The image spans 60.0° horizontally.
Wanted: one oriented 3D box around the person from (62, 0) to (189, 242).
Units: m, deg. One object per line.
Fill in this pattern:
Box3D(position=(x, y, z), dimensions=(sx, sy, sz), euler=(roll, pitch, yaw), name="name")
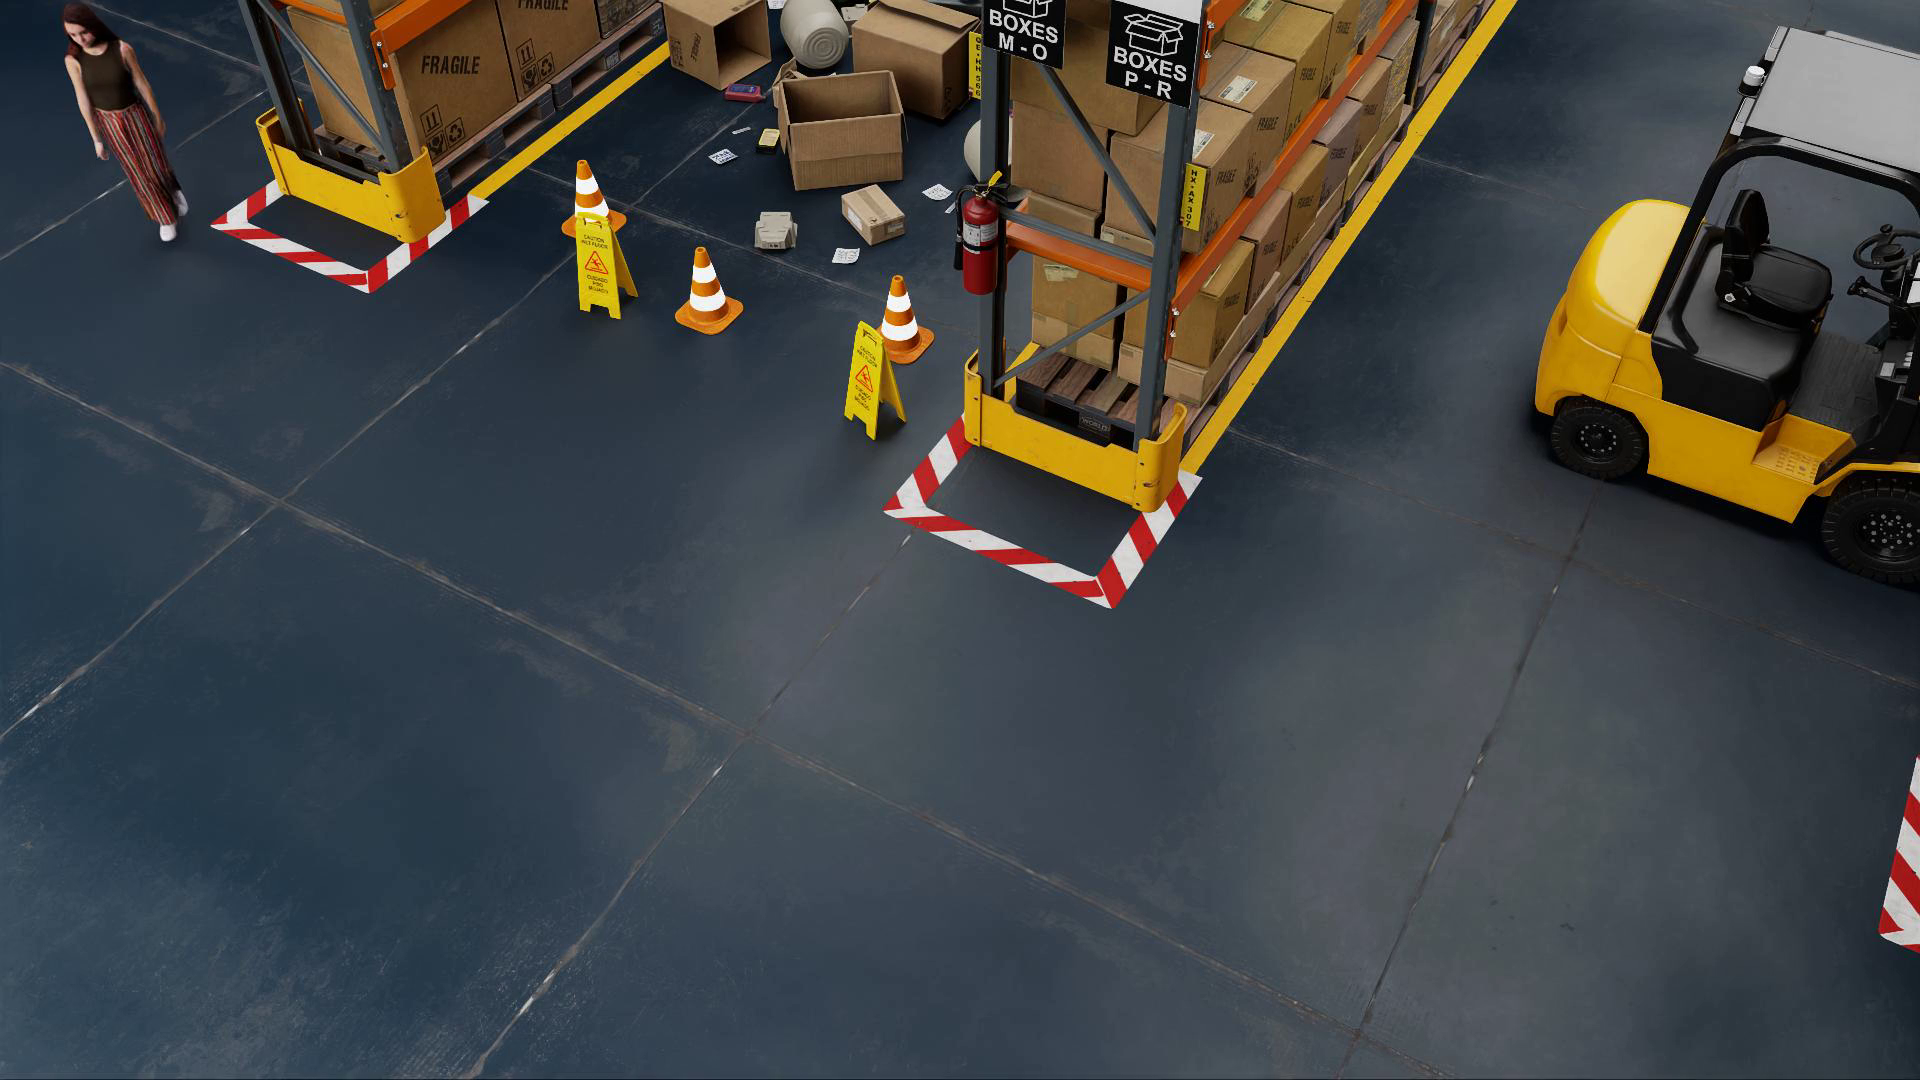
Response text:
Box3D(position=(-4.938, -2.508, 9.836), dimensions=(0.752, 1.546, 0.807), euler=(-15, 49, -13), name="person")
